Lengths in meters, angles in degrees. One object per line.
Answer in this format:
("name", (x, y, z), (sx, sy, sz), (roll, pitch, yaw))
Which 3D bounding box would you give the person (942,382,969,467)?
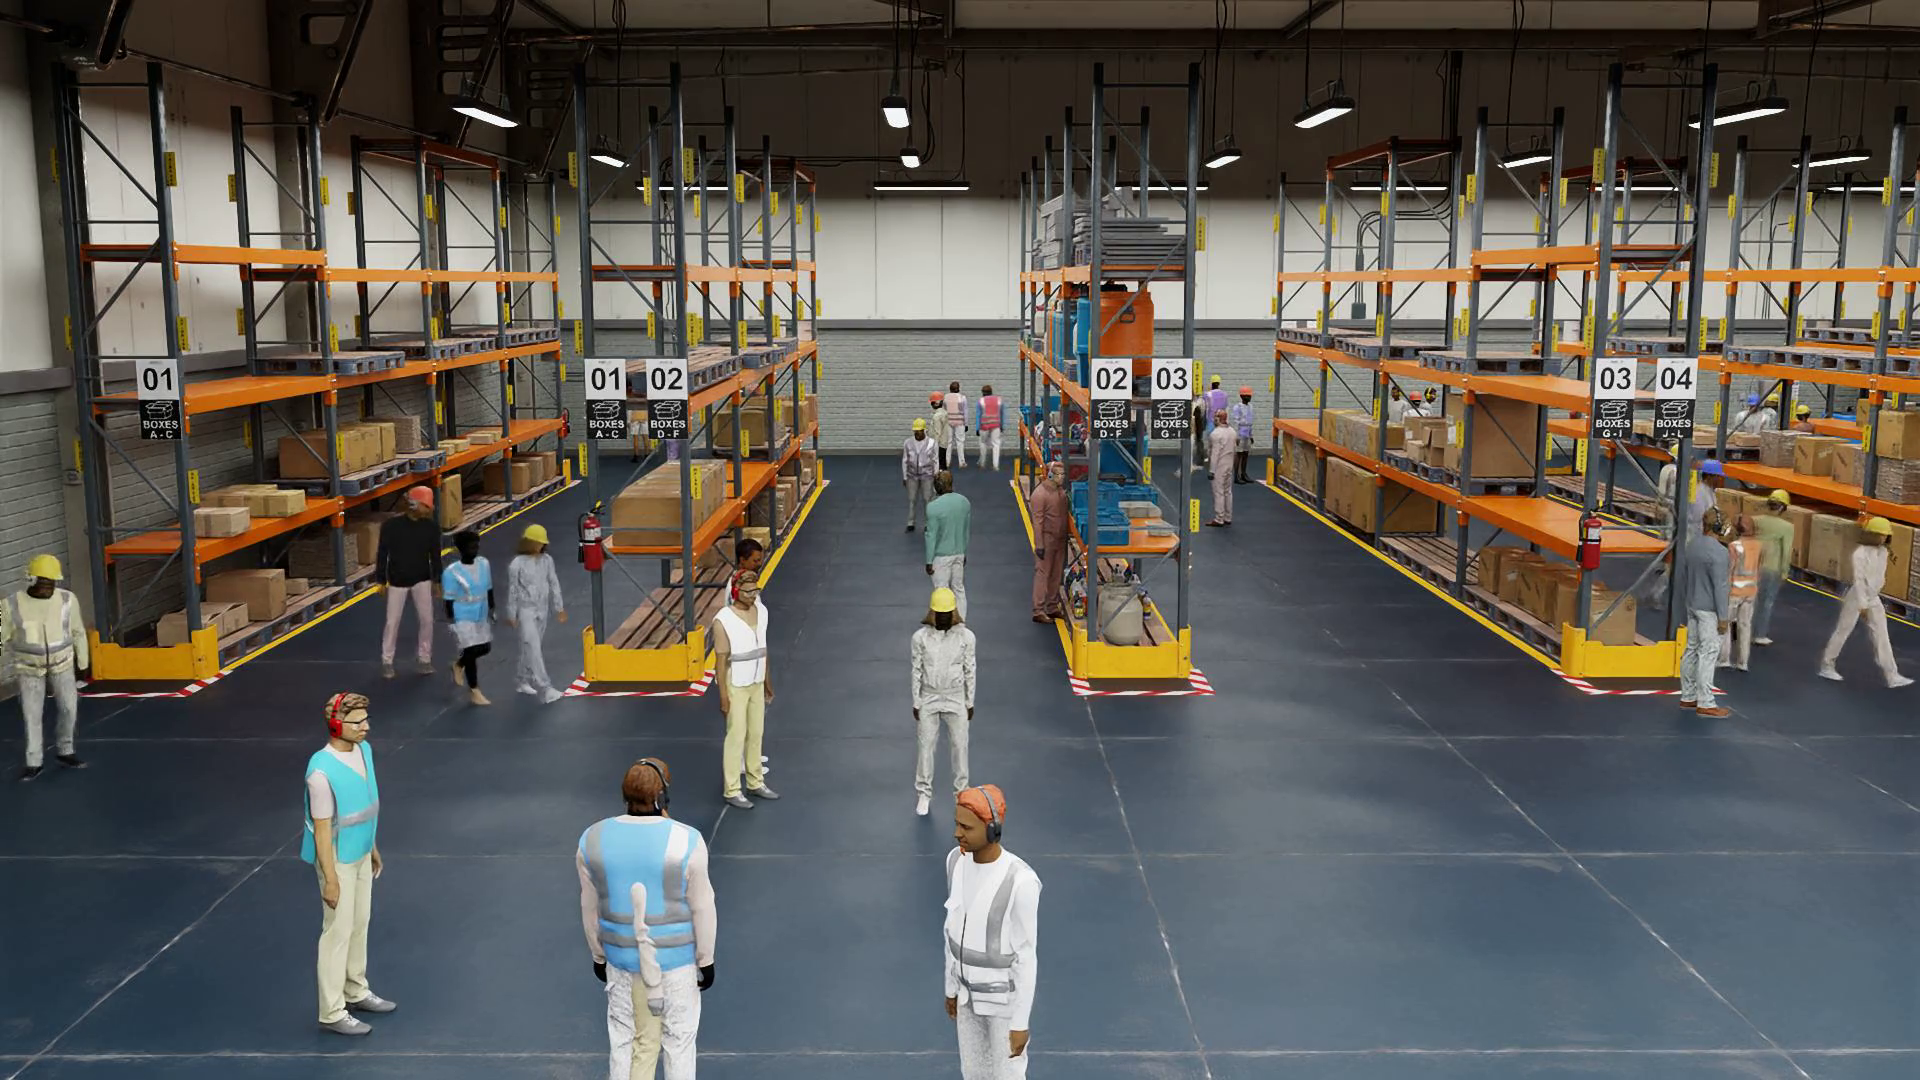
("person", (-0.108, -2.479, 35.727), (0.621, 1.845, 0.429), (3, 9, 16))

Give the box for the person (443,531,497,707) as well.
("person", (-4.681, 0.719, 15.689), (0.618, 1.674, 0.561), (6, 10, 32))

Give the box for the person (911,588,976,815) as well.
("person", (-0.121, 1.204, 12.395), (0.485, 1.735, 0.332), (0, 9, 1))

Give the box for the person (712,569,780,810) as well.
("person", (-1.655, 1.120, 12.622), (0.401, 1.831, 0.571), (5, 10, 31))

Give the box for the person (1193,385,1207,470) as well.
("person", (5.056, -2.404, 35.254), (0.348, 1.840, 0.502), (2, 9, 11))

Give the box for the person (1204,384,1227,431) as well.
("person", (5.643, -2.619, 37.079), (0.577, 1.699, 0.813), (4, 10, 24))

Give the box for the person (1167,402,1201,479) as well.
("person", (4.553, -2.153, 33.795), (0.630, 1.798, 0.944), (8, 12, 41))

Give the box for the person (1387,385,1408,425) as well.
("person", (9.006, -2.268, 34.341), (0.332, 1.859, 0.510), (-7, 11, -38))

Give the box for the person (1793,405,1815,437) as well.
("person", (15.179, -1.553, 30.010), (0.525, 1.771, 0.305), (-4, 10, -26))

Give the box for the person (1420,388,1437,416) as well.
("person", (9.358, -2.114, 33.316), (0.329, 1.865, 0.518), (1, 9, 6))

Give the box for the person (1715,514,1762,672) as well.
("person", (7.924, 0.538, 17.004), (0.553, 1.624, 0.441), (-4, 10, -27))

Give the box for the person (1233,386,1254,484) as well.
("person", (5.612, -2.064, 32.760), (0.373, 1.935, 0.550), (9, 12, 44))

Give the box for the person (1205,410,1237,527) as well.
("person", (4.225, -1.168, 27.088), (0.399, 1.909, 0.642), (7, 11, 39))

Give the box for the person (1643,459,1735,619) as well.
("person", (8.742, -0.022, 19.889), (0.622, 1.905, 1.044), (-8, 12, -43))

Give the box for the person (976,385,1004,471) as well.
("person", (0.610, -2.375, 35.216), (0.663, 1.805, 0.817), (-2, 9, -16))

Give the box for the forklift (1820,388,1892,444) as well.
("forklift", (20.072, -3.110, 36.462), (1.873, 2.768, 1.129), (0, 9, 0))

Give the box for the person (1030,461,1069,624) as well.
("person", (1.082, 0.022, 19.475), (0.400, 1.900, 0.647), (6, 11, 33))

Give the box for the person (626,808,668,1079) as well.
("person", (-1.411, 1.990, 7.640), (0.282, 1.636, 0.500), (-2, 9, -10))

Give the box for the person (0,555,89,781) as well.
("person", (-7.401, 1.022, 13.335), (0.752, 1.818, 0.418), (-7, 11, -39))

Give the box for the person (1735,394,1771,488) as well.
("person", (14.603, -1.738, 30.692), (0.622, 1.928, 0.471), (3, 9, 21))

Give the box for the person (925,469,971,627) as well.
("person", (-0.144, 0.183, 18.337), (0.631, 1.930, 0.372), (-9, 12, -44))

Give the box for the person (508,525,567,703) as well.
("person", (-4.005, 0.697, 15.814), (0.899, 1.684, 0.483), (6, 11, 35))

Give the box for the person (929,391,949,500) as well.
("person", (-0.389, -1.717, 30.338), (0.377, 1.995, 0.611), (2, 9, 12))

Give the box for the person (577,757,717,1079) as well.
("person", (-1.407, 1.893, 7.608), (0.626, 1.844, 0.429), (1, 9, 8))

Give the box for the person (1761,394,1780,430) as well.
("person", (16.338, -2.089, 33.581), (0.320, 1.731, 0.489), (-1, 9, -3))

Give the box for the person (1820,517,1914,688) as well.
("person", (8.935, 0.605, 16.369), (0.513, 1.685, 0.909), (-4, 10, -23))

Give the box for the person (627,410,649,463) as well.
("person", (-7.071, -2.654, 36.559), (0.548, 1.934, 0.375), (-5, 10, -31))

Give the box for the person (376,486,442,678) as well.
("person", (-5.542, 0.420, 16.735), (0.652, 1.944, 0.609), (-6, 10, -32))

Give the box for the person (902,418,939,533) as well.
("person", (-0.632, -1.017, 26.355), (0.600, 1.829, 0.404), (2, 9, 11))

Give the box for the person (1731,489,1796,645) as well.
("person", (8.731, 0.313, 18.092), (0.602, 1.733, 0.569), (-7, 11, -37))

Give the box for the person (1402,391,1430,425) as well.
("person", (8.545, -1.828, 31.278), (0.546, 1.931, 0.378), (-1, 9, -5))

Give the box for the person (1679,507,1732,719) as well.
("person", (6.859, 0.656, 15.254), (0.373, 1.940, 0.629), (-1, 9, -5))

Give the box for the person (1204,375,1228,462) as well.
("person", (5.629, -2.680, 36.748), (0.594, 1.926, 0.368), (-3, 9, -20))

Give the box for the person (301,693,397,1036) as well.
("person", (-3.283, 1.706, 8.846), (0.388, 1.837, 0.560), (0, 9, 3))

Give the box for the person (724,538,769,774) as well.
("person", (-1.764, 0.935, 13.541), (0.390, 1.913, 0.588), (-1, 9, -5))

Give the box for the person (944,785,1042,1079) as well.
("person", (0.121, 1.955, 7.099), (0.357, 1.879, 0.574), (-7, 11, -37))

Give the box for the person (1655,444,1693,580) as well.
("person", (9.577, -0.385, 22.299), (0.403, 1.828, 0.596), (0, 9, 2))
